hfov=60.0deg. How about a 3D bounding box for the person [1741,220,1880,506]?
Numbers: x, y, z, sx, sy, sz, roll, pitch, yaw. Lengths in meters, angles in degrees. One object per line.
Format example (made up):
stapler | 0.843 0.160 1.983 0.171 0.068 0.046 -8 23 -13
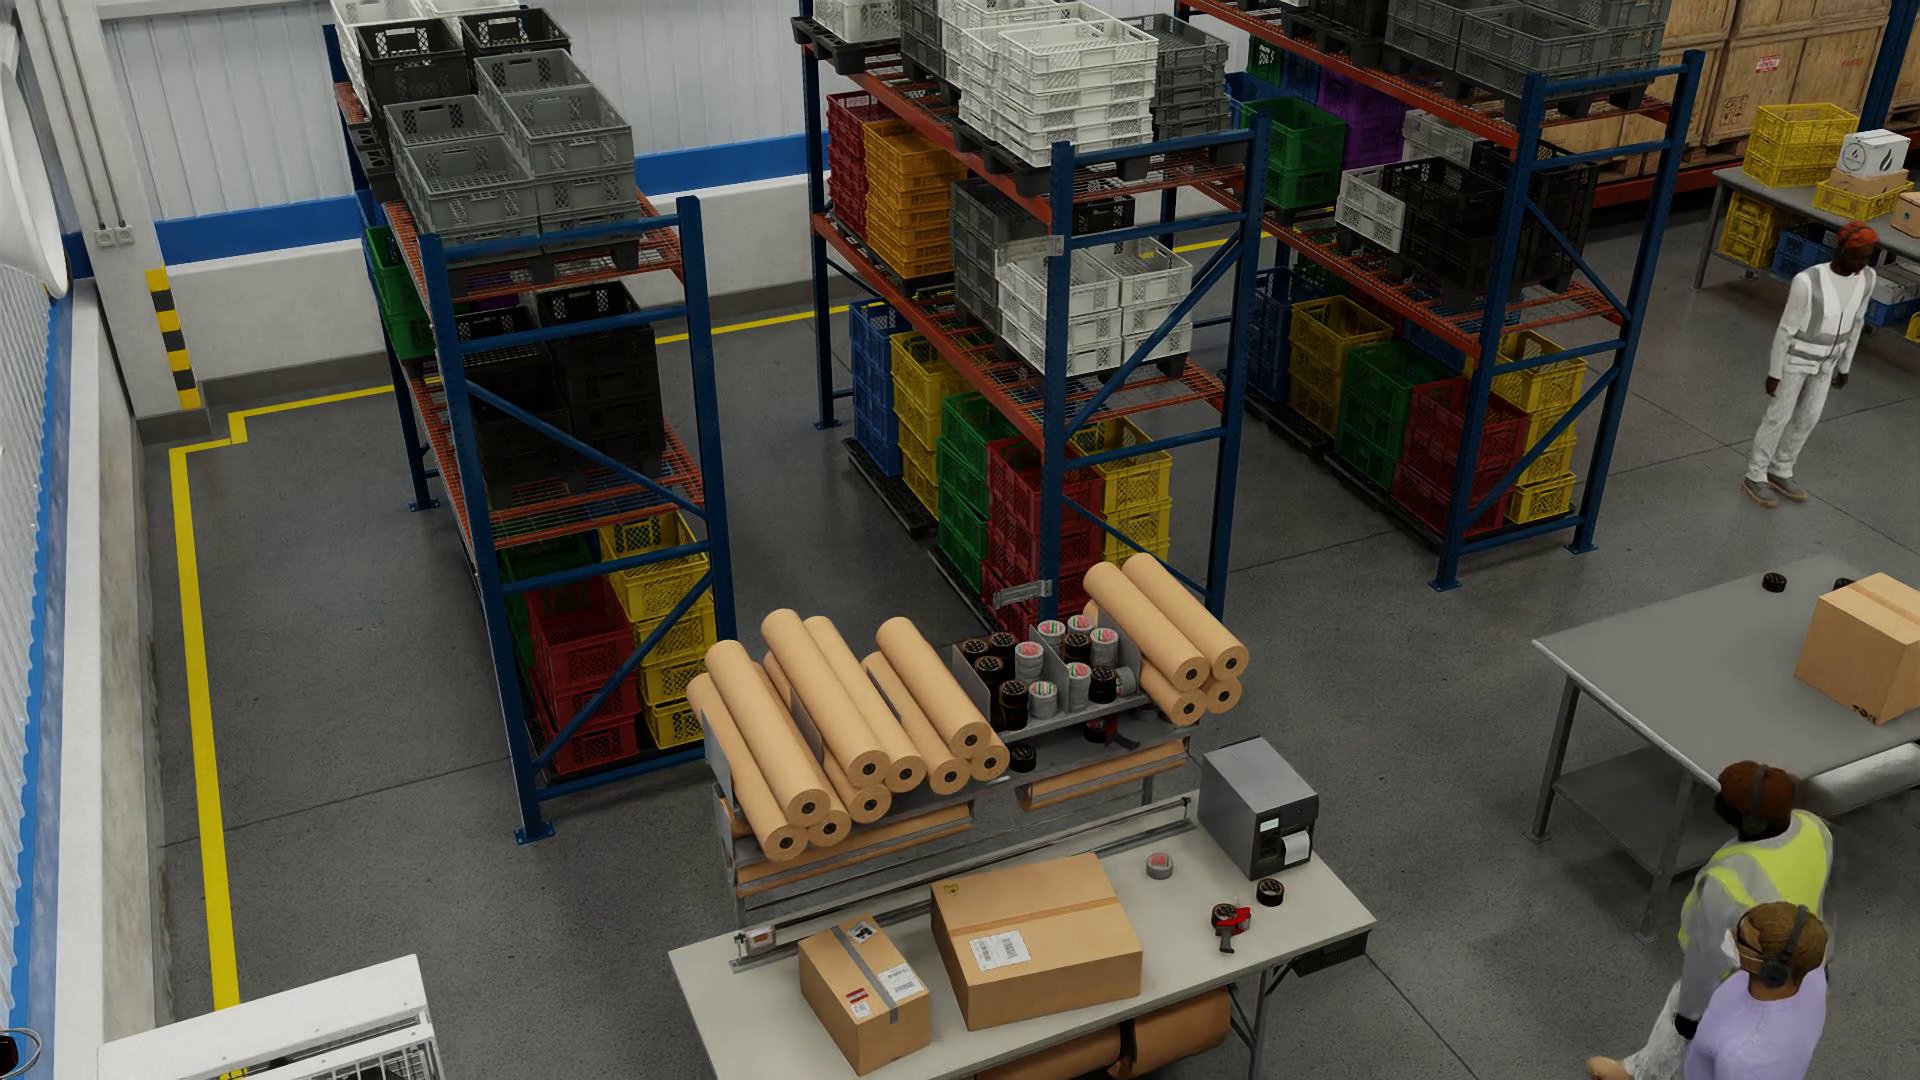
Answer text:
person | 5.203 -1.077 10.175 0.586 1.871 0.390 -9 33 -15

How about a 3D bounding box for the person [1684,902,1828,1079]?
person | 2.407 1.887 5.301 0.372 1.940 0.631 21 37 30

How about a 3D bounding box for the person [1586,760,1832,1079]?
person | 2.860 1.574 5.963 0.660 1.791 0.897 -27 40 -36
